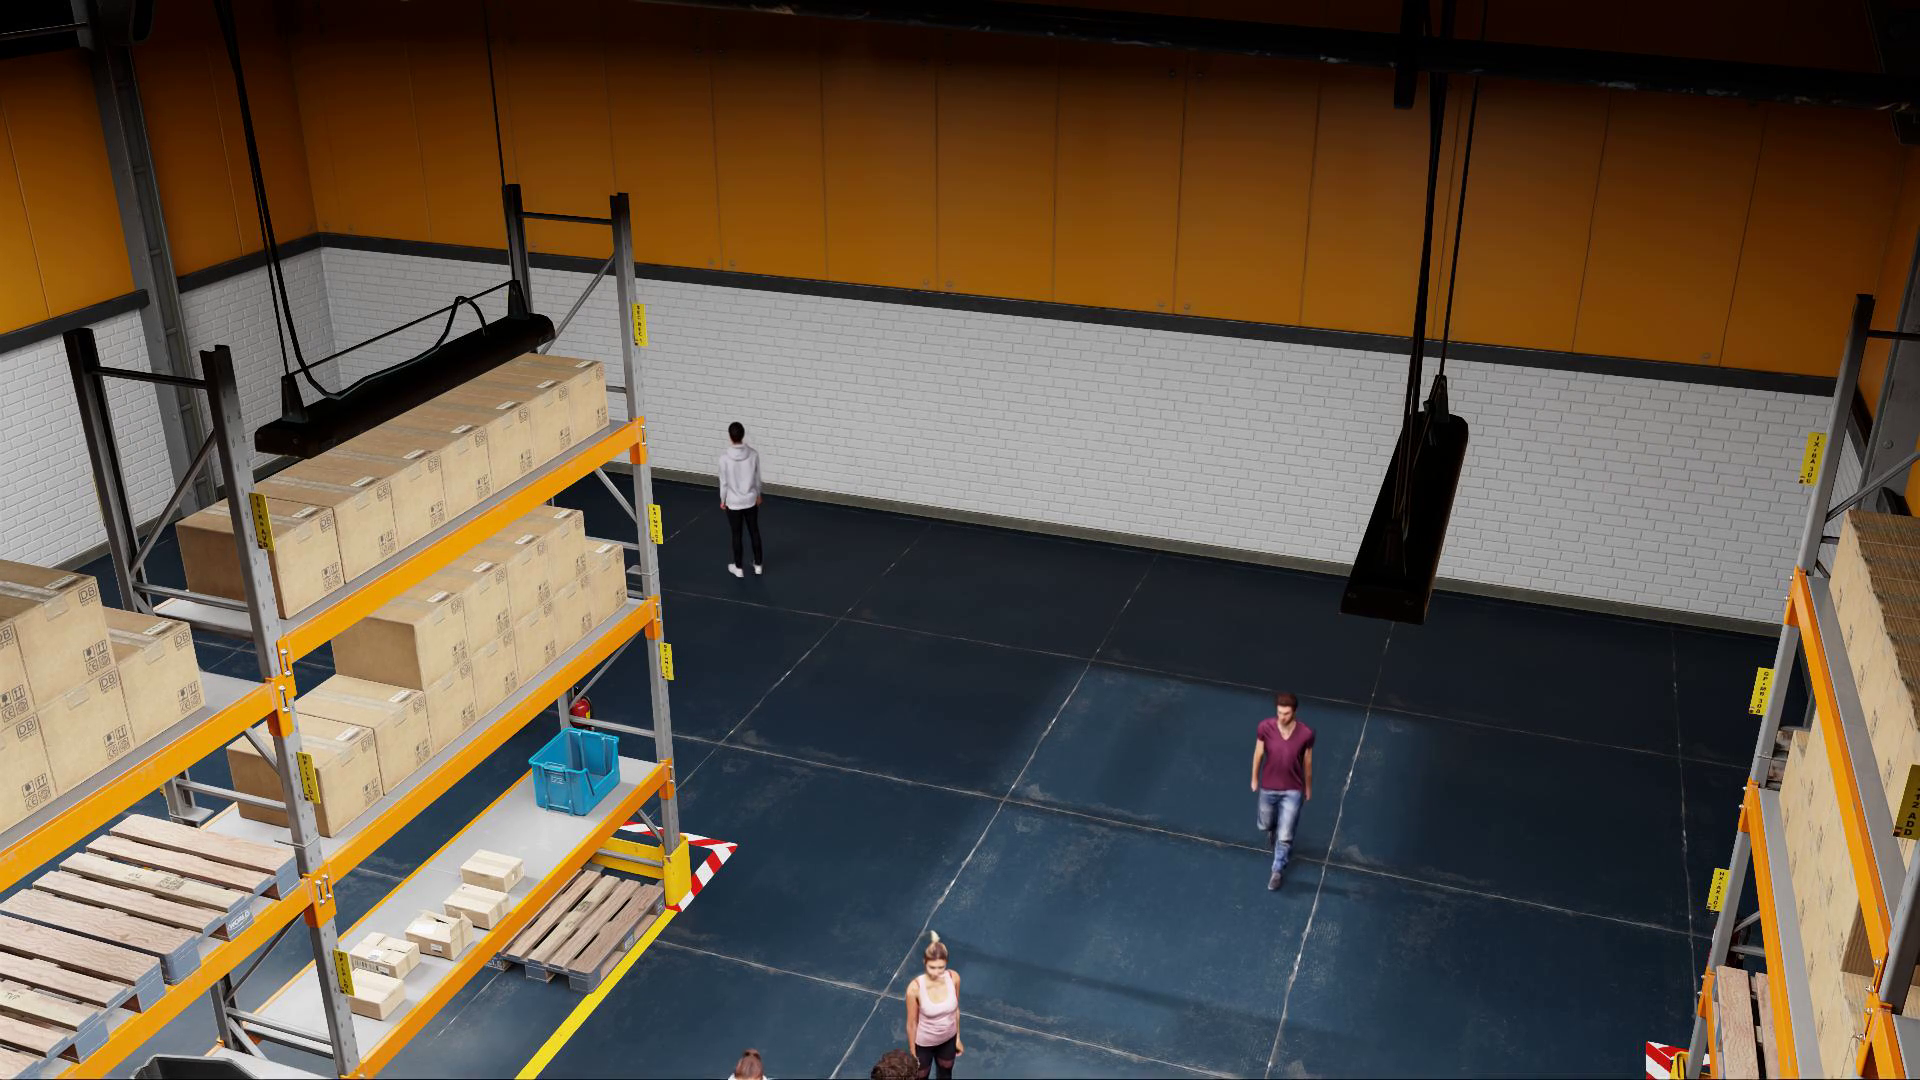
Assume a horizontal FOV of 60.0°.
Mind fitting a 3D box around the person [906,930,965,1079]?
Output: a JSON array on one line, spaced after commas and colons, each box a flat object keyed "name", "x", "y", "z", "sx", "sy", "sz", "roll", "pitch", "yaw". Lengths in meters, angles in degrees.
[{"name": "person", "x": -0.189, "y": 3.408, "z": 11.376, "sx": 0.646, "sy": 1.660, "sz": 0.709, "roll": -11, "pitch": 26, "yaw": -23}]

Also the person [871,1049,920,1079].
[{"name": "person", "x": -0.445, "y": 3.920, "z": 10.102, "sx": 0.637, "sy": 1.742, "sz": 1.069, "roll": 8, "pitch": 25, "yaw": 18}]

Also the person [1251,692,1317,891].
[{"name": "person", "x": 2.785, "y": 2.064, "z": 14.254, "sx": 0.690, "sy": 1.818, "sz": 0.989, "roll": 9, "pitch": 25, "yaw": 20}]

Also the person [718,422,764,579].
[{"name": "person", "x": -2.617, "y": -0.492, "z": 19.963, "sx": 0.760, "sy": 1.930, "sz": 0.819, "roll": -10, "pitch": 26, "yaw": -23}]
